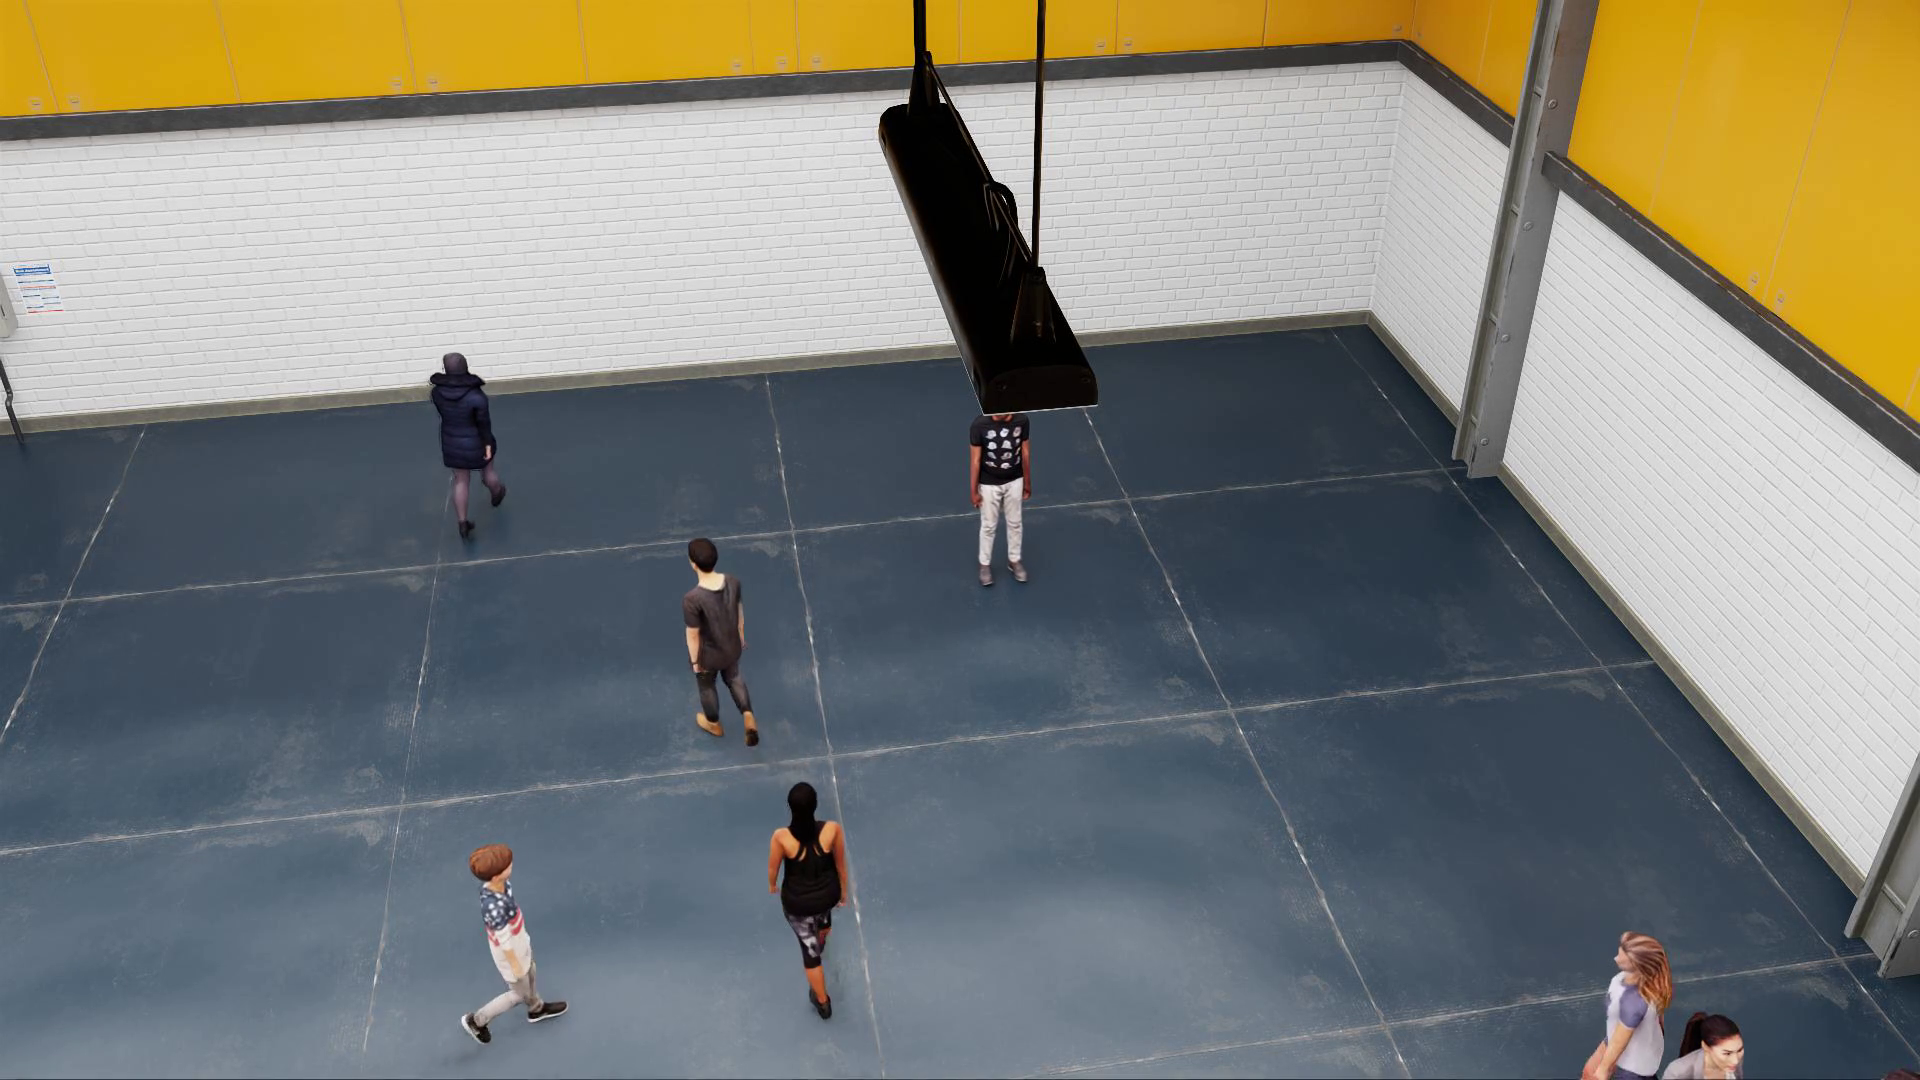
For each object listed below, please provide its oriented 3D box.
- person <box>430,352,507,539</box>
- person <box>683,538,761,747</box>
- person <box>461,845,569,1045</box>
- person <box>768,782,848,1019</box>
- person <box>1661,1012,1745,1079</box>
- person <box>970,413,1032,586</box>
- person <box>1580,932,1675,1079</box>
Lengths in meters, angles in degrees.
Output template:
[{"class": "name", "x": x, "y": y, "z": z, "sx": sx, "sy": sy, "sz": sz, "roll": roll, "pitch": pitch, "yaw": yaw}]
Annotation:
[{"class": "person", "x": -4.195, "y": -0.804, "z": 14.063, "sx": 0.865, "sy": 1.634, "sz": 1.132, "roll": 4, "pitch": 34, "yaw": 7}, {"class": "person", "x": -1.669, "y": 0.755, "z": 11.658, "sx": 0.843, "sy": 1.700, "sz": 0.992, "roll": -22, "pitch": 40, "yaw": -30}, {"class": "person", "x": -2.637, "y": 2.333, "z": 9.530, "sx": 0.675, "sy": 1.429, "sz": 0.803, "roll": -12, "pitch": 36, "yaw": -18}, {"class": "person", "x": -0.853, "y": 2.116, "z": 9.664, "sx": 0.665, "sy": 1.641, "sz": 0.976, "roll": -10, "pitch": 35, "yaw": -15}, {"class": "person", "x": 3.621, "y": 2.978, "z": 8.334, "sx": 0.664, "sy": 1.679, "sz": 0.654, "roll": -13, "pitch": 36, "yaw": -18}, {"class": "person", "x": 0.326, "y": -0.475, "z": 13.418, "sx": 0.668, "sy": 1.801, "sz": 0.620, "roll": -8, "pitch": 34, "yaw": -12}, {"class": "person", "x": 3.615, "y": 2.726, "z": 8.731, "sx": 1.125, "sy": 1.659, "sz": 1.105, "roll": 22, "pitch": 39, "yaw": 29}]
